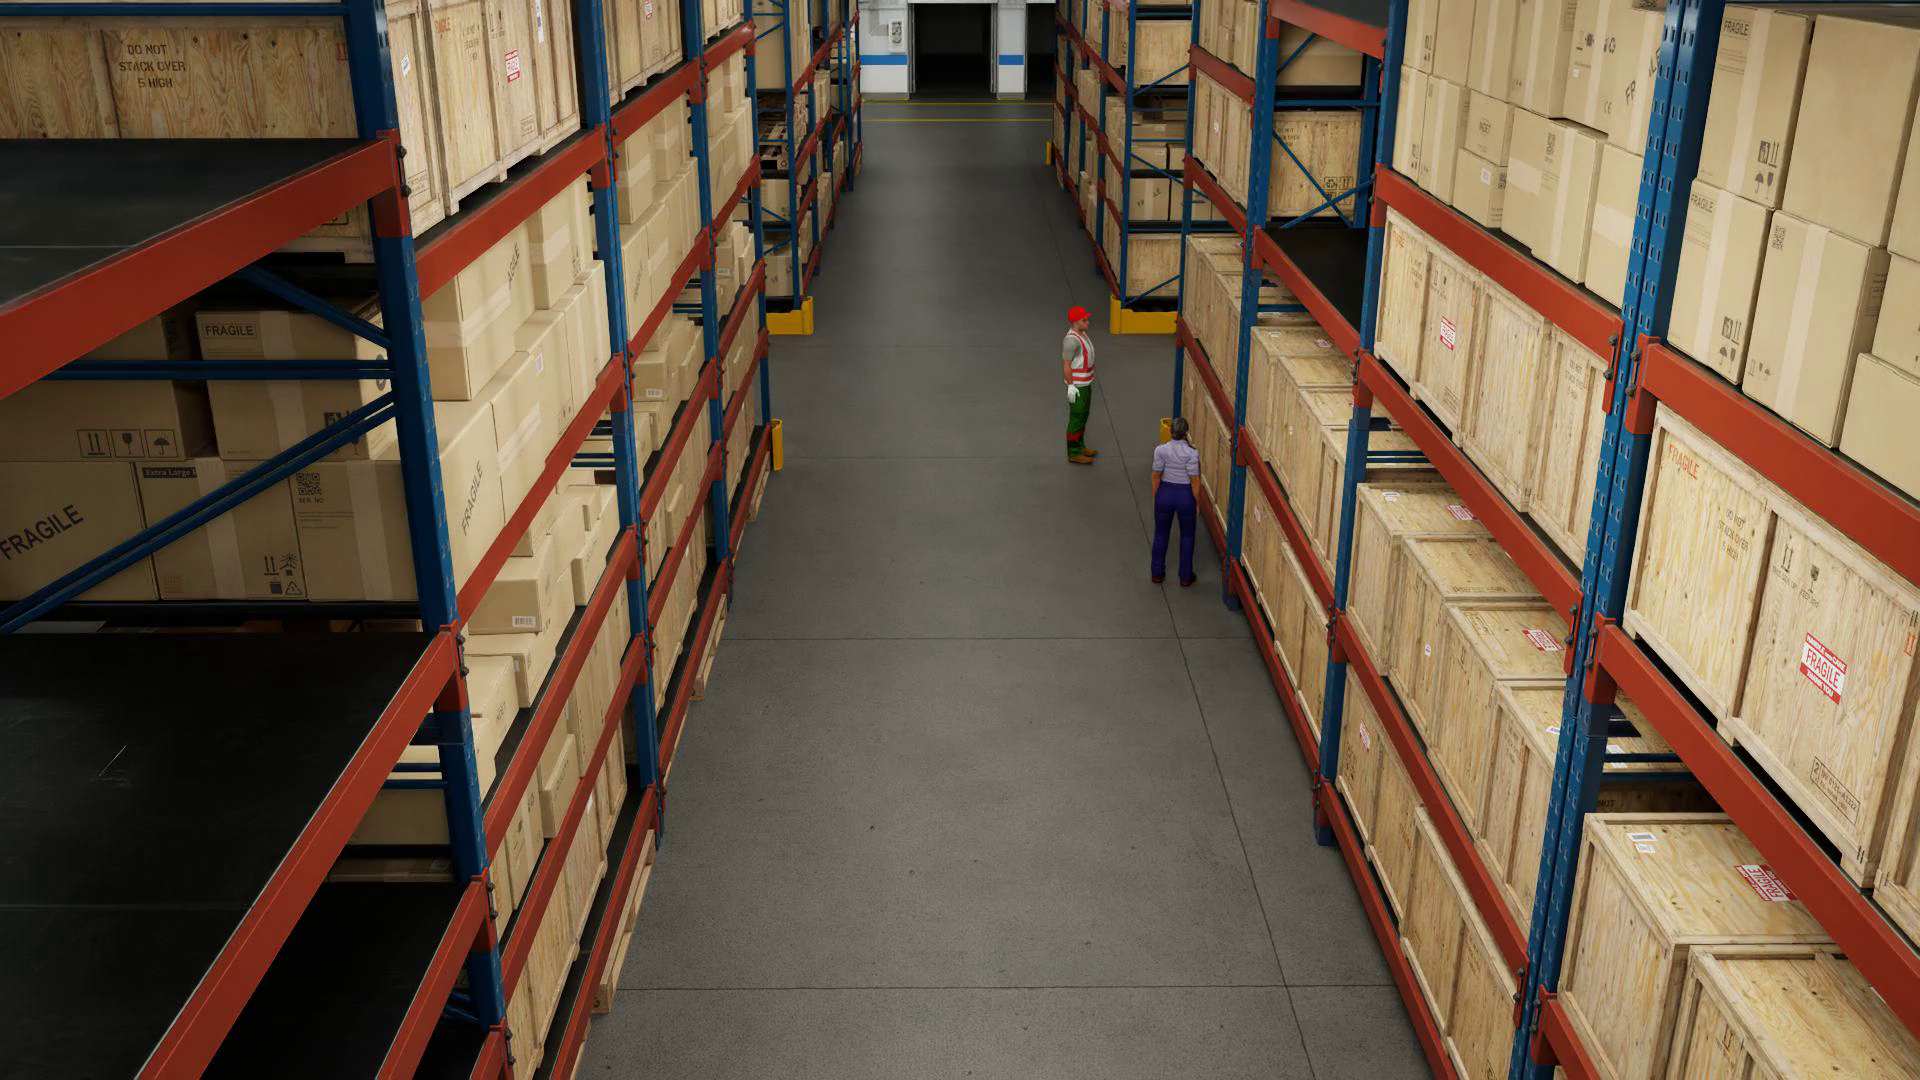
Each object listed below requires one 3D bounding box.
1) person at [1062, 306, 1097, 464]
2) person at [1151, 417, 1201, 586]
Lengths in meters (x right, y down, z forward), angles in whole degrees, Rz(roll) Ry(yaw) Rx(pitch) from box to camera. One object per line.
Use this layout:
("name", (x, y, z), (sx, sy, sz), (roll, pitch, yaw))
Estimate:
("person", (1.385, -1.782, 18.999), (0.391, 1.794, 0.544), (6, 22, 15))
("person", (2.038, -0.377, 15.632), (0.469, 1.648, 0.367), (7, 23, 18))
